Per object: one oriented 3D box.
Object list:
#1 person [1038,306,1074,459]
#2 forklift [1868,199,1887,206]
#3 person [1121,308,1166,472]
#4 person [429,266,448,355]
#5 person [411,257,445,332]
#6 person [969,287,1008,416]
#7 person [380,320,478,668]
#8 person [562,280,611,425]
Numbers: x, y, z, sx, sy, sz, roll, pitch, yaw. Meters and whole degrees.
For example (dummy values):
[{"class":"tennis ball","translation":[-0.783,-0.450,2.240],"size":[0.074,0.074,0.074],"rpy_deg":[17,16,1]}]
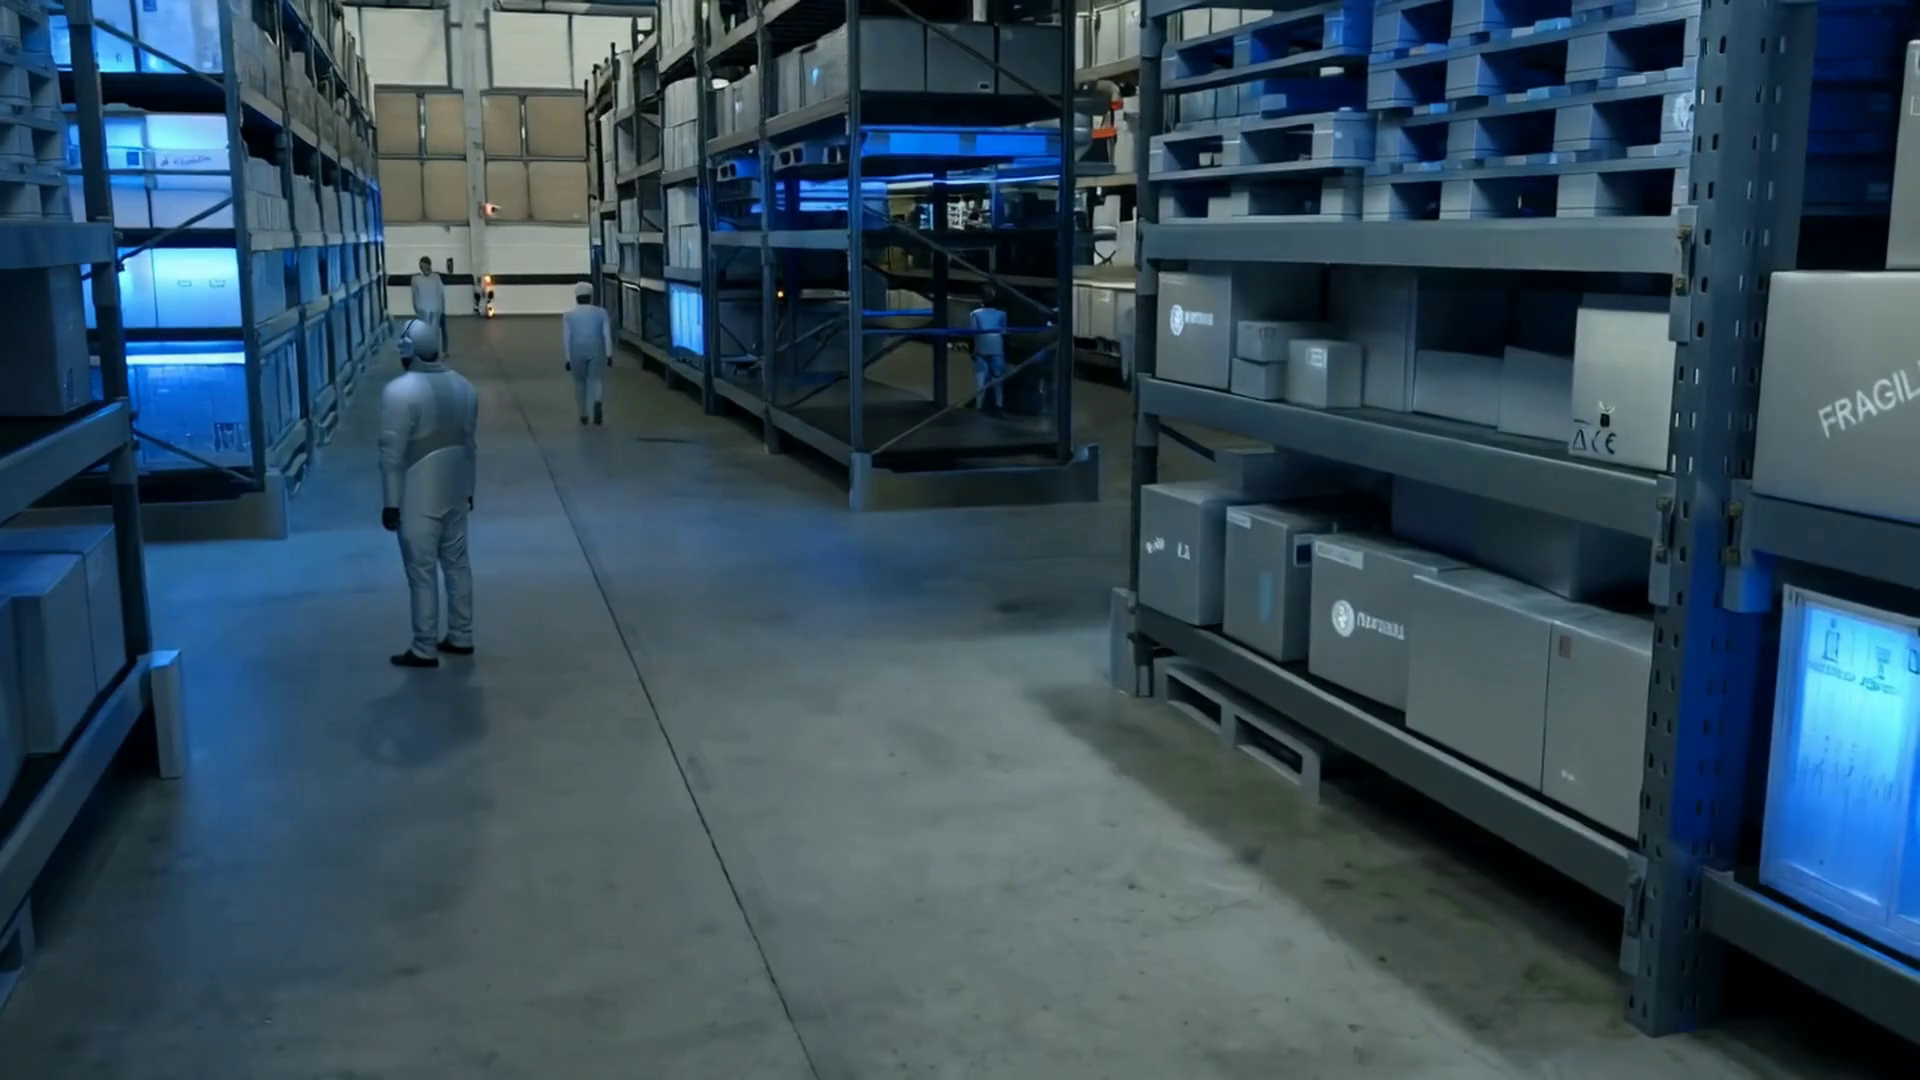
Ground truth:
[{"class":"person","translation":[1.019,-1.654,17.586],"size":[0.288,1.625,0.497],"rpy_deg":[-8,13,-36]},{"class":"forklift","translation":[11.338,-2.915,21.052],"size":[1.129,2.768,1.873],"rpy_deg":[-3,11,-17]},{"class":"person","translation":[1.960,-1.683,16.738],"size":[0.637,1.981,1.047],"rpy_deg":[-2,11,-12]},{"class":"person","translation":[-10.420,-4.549,33.076],"size":[0.525,1.765,0.329],"rpy_deg":[7,12,32]},{"class":"person","translation":[-10.314,-4.503,32.244],"size":[0.606,1.975,0.812],"rpy_deg":[-5,11,-24]},{"class":"person","translation":[0.369,-2.467,21.839],"size":[0.540,1.696,0.315],"rpy_deg":[-2,11,-10]},{"class":"person","translation":[-2.940,-0.256,9.177],"size":[0.400,1.901,0.645],"rpy_deg":[5,11,25]},{"class":"person","translation":[-4.632,-2.313,20.663],"size":[0.603,1.816,0.675],"rpy_deg":[-3,11,-16]}]
